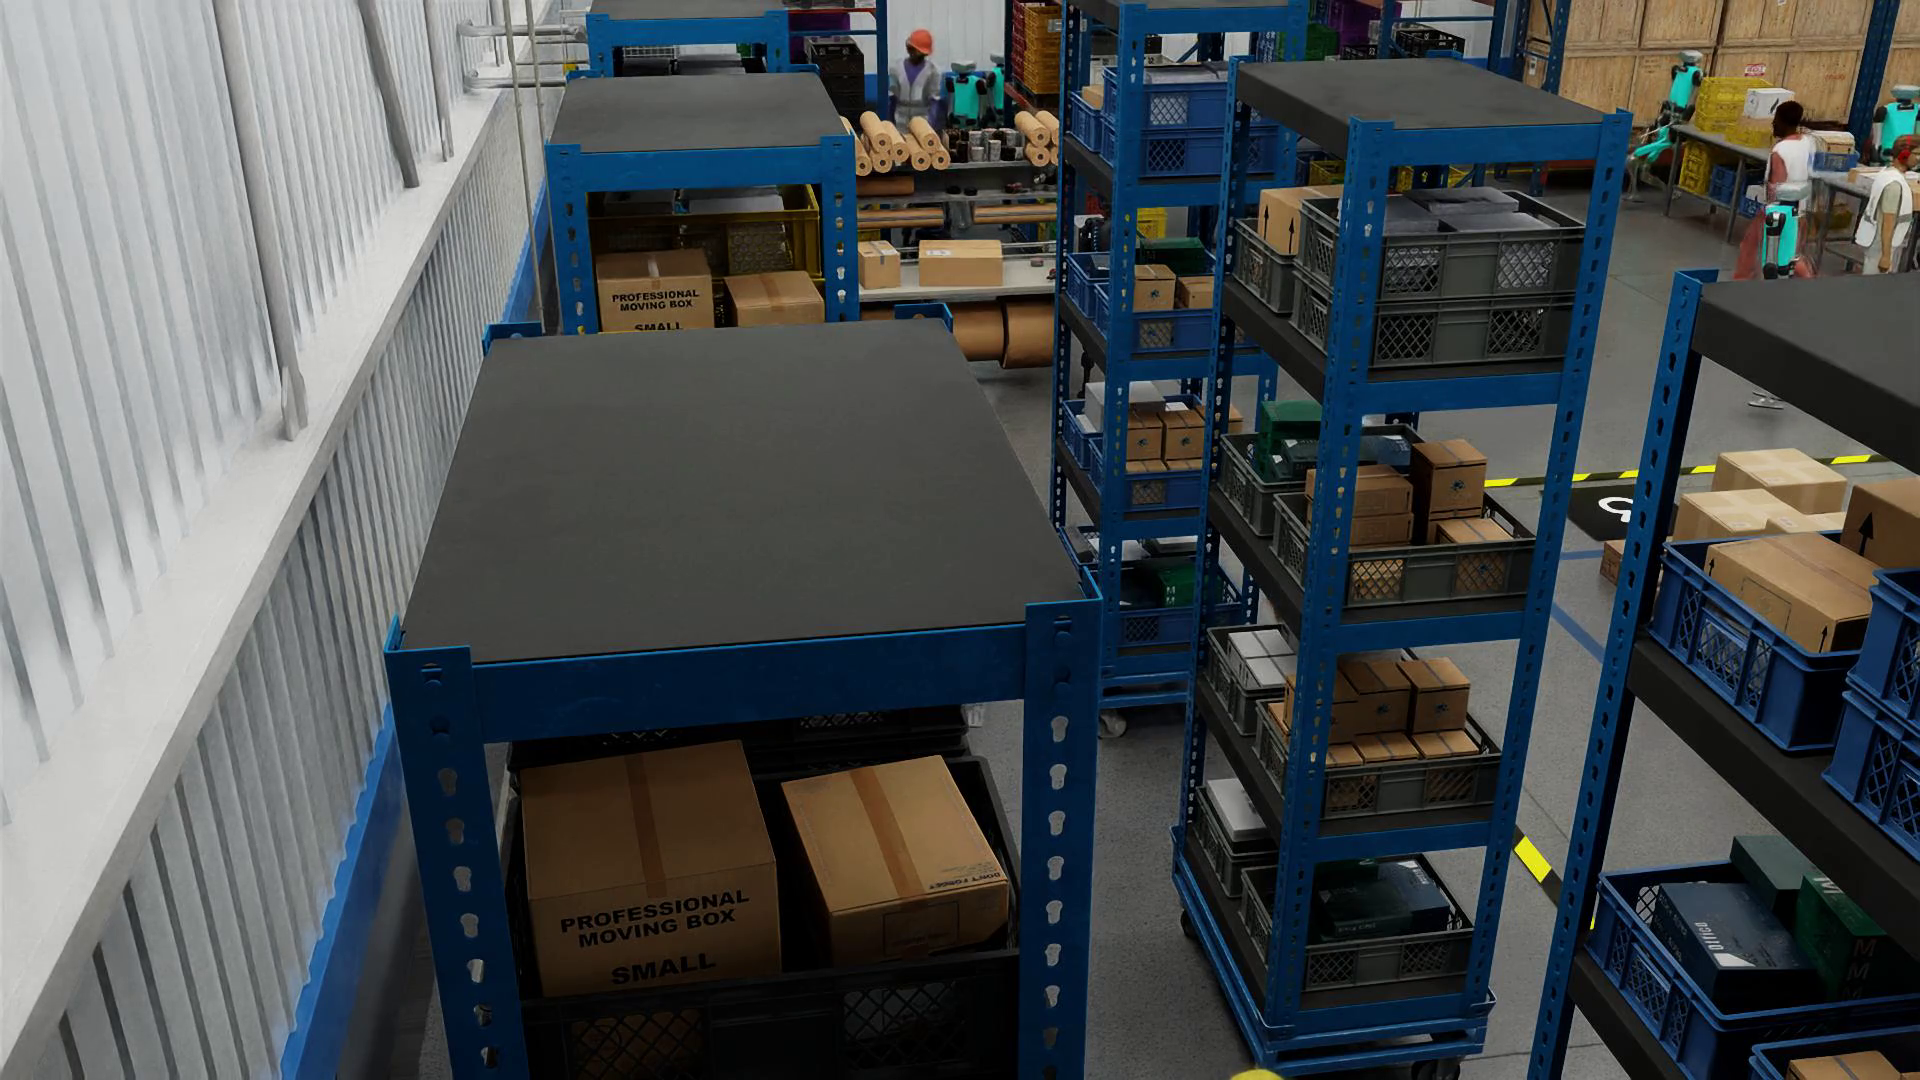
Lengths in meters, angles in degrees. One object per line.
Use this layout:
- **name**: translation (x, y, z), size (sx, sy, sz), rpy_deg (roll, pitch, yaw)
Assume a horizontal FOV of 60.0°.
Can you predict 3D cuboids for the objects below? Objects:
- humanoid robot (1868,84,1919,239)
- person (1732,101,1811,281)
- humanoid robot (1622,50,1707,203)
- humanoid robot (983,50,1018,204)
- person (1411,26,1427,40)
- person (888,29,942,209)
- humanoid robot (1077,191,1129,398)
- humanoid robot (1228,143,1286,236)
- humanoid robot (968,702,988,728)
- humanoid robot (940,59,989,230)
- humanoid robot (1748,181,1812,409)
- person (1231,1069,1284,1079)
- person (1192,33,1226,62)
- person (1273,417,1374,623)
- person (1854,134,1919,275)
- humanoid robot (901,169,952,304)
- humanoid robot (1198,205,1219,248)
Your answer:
- **humanoid robot**: translation (9.059, -3.413, 15.986), size (0.555, 1.790, 0.806), rpy_deg (-1, 25, -3)
- **person**: translation (7.307, -2.922, 14.721), size (0.579, 1.884, 0.902), rpy_deg (-19, 31, -36)
- **humanoid robot**: translation (7.682, -4.492, 18.337), size (1.027, 1.734, 0.536), rpy_deg (-4, 25, -8)
- **humanoid robot**: translation (0.679, -4.351, 18.109), size (0.800, 1.844, 0.560), rpy_deg (16, 29, 31)
- **person**: translation (5.209, -5.004, 19.292), size (0.626, 1.845, 0.429), rpy_deg (-7, 26, -16)
- **person**: translation (-0.519, -4.542, 18.115), size (0.642, 1.988, 0.591), rpy_deg (4, 25, 9)
- **humanoid robot**: translation (1.101, -1.878, 12.682), size (0.315, 1.653, 0.599), rpy_deg (-22, 33, -39)
- **humanoid robot**: translation (2.623, -2.856, 14.811), size (0.612, 1.644, 0.442), rpy_deg (9, 26, 18)
- **humanoid robot**: translation (-0.056, 0.076, 8.481), size (0.551, 1.844, 0.823), rpy_deg (2, 25, 5)
- **humanoid robot**: translation (-0.057, -4.097, 17.453), size (0.549, 1.794, 0.680), rpy_deg (21, 32, 38)
- **humanoid robot**: translation (6.196, -1.771, 12.235), size (0.735, 1.673, 0.533), rpy_deg (17, 30, 32)
- **person**: translation (0.695, 2.020, 4.140), size (0.486, 1.746, 0.289), rpy_deg (7, 26, 14)
- **person**: translation (2.790, -4.918, 19.087), size (0.511, 1.861, 0.329), rpy_deg (-17, 30, -32)
- **person**: translation (1.698, 0.155, 8.125), size (0.617, 1.821, 0.353), rpy_deg (-22, 33, -40)
- **person**: translation (7.535, -2.395, 13.623), size (0.392, 1.842, 0.577), rpy_deg (10, 26, 20)
- **humanoid robot**: translation (-0.265, -2.480, 14.002), size (0.418, 1.641, 0.601), rpy_deg (-21, 32, -37)
- **humanoid robot**: translation (2.566, -3.734, 16.713), size (0.599, 1.657, 0.315), rpy_deg (-21, 32, -37)
